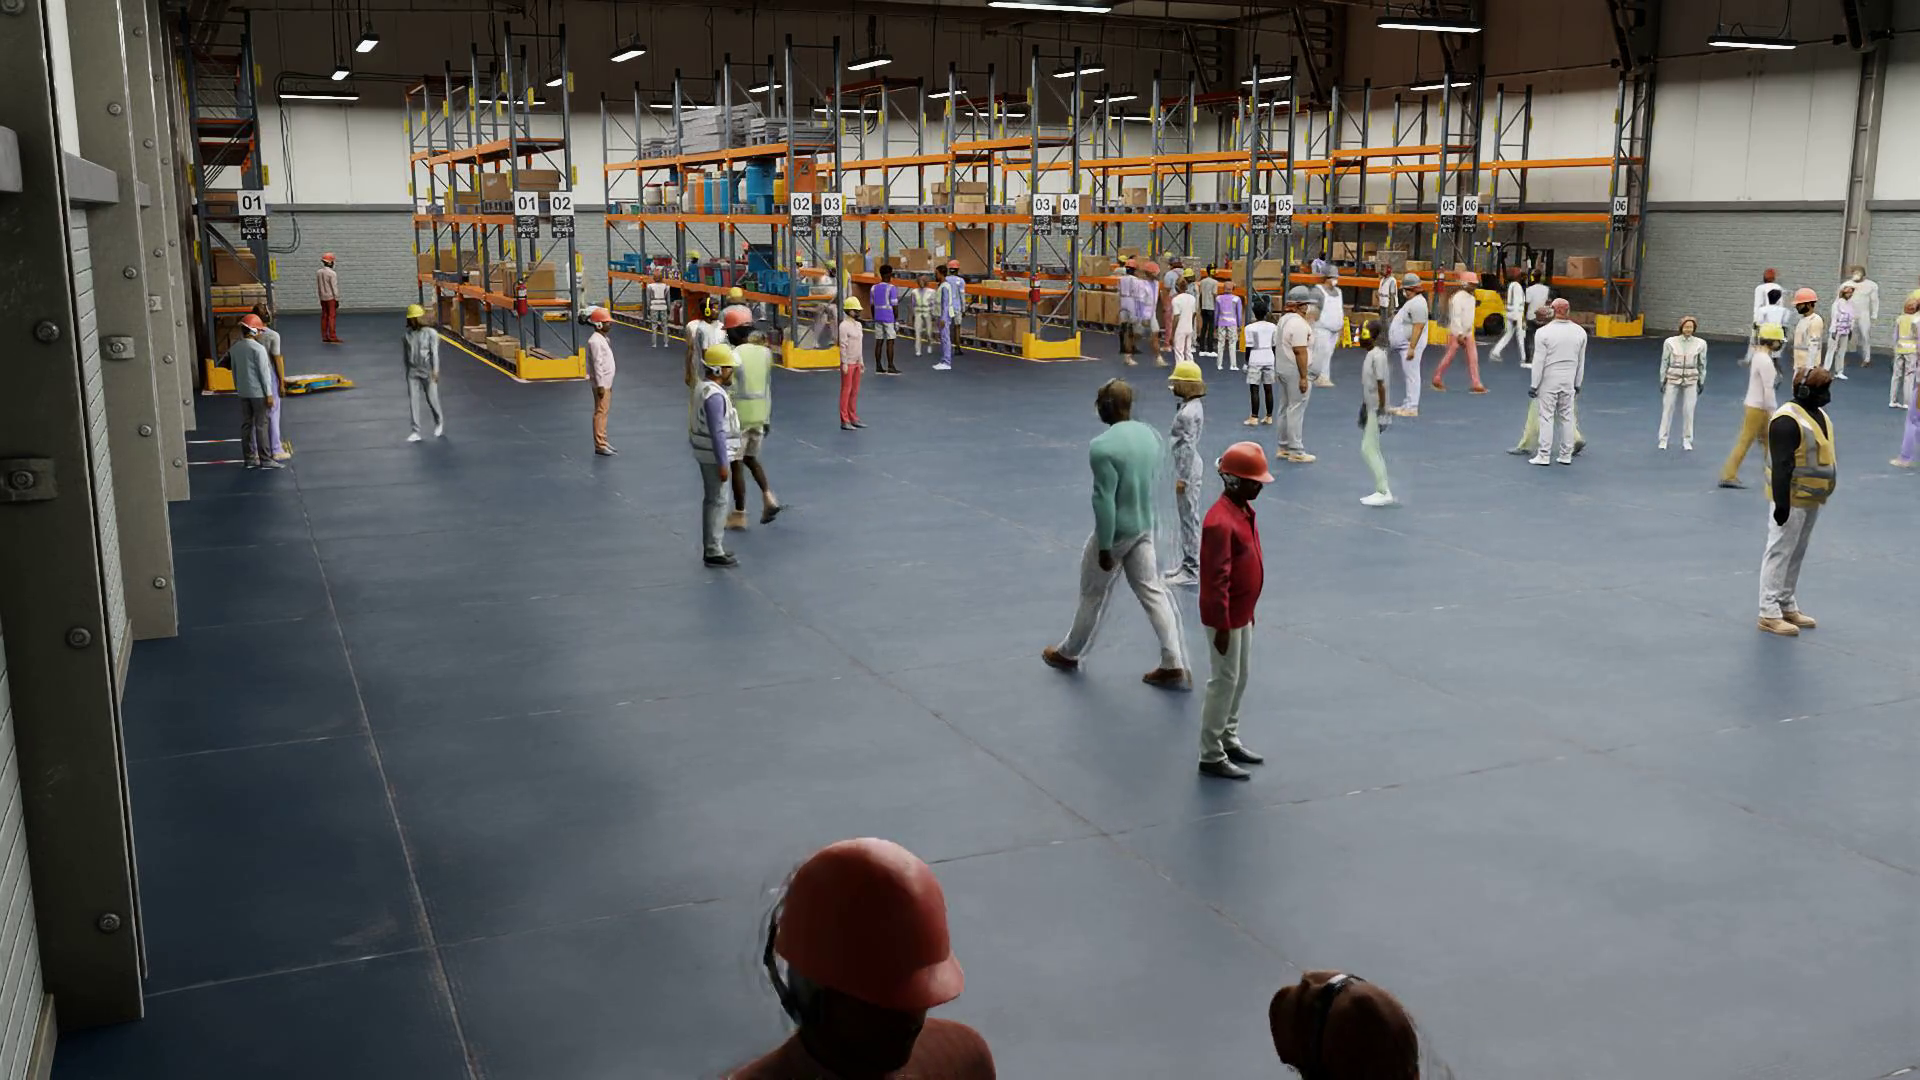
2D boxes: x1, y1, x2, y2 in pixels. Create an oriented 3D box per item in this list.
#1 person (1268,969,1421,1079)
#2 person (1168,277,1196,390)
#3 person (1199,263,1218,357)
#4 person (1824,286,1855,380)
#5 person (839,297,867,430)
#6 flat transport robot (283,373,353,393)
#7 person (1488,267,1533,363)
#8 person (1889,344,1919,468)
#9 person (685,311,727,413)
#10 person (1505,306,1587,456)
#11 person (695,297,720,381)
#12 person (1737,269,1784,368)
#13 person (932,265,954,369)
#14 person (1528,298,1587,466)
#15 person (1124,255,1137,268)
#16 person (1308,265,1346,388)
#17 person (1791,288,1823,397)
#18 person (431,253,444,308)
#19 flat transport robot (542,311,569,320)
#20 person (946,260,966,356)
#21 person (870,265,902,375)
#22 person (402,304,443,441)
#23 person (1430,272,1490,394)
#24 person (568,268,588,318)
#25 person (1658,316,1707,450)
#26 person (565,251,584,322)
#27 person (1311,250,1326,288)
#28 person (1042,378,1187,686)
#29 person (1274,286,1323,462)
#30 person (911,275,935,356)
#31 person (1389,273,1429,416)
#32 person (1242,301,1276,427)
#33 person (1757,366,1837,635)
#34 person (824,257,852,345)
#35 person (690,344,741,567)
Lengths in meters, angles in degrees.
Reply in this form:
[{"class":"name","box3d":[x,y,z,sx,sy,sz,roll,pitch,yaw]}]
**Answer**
[{"class":"person","box3d":[0.696,1.519,2.860,0.596,1.619,0.385,-6,12,-27]},{"class":"person","box3d":[3.610,-3.350,27.071,0.507,1.840,0.344,-9,14,-39]},{"class":"person","box3d":[5.022,-4.622,33.475,0.327,1.865,0.514,-7,13,-30]},{"class":"person","box3d":[15.276,-3.591,28.845,0.506,1.632,0.317,-5,12,-22]},{"class":"person","box3d":[-1.432,-2.355,22.200,0.312,1.768,0.530,5,12,24]},{"class":"flat transport robot","box3d":[-10.604,-2.547,26.984,0.652,0.197,1.431,4,12,19]},{"class":"person","box3d":[10.661,-4.319,31.970,0.868,1.854,0.592,1,11,6]},{"class":"person","box3d":[10.884,-1.654,18.525,0.516,1.819,0.876,-4,12,-19]},{"class":"person","box3d":[-3.179,-2.101,20.779,0.643,1.831,0.459,-8,14,-36]},{"class":"person","box3d":[7.002,-1.872,19.691,0.866,1.799,0.663,4,12,20]},{"class":"person","box3d":[-3.069,-2.027,20.311,0.328,1.862,0.500,-1,11,-7]},{"class":"person","box3d":[14.808,-4.074,30.711,0.613,1.847,0.910,-2,11,-9]},{"class":"person","box3d":[-0.302,-4.112,30.741,0.392,1.920,0.589,-1,11,-6]},{"class":"person","box3d":[6.804,-1.801,19.029,0.651,1.906,0.401,-2,11,-12]},{"class":"person","box3d":[4.956,-7.326,47.705,0.544,1.662,0.744,3,11,13]},{"class":"person","box3d":[6.127,-3.522,27.432,0.706,2.000,0.719,-8,14,-35]},{"class":"person","box3d":[10.751,-2.240,21.222,0.390,1.925,0.549,2,11,8]},{"class":"person","box3d":[-14.850,-7.290,47.285,0.533,1.765,0.322,7,13,30]},{"class":"flat transport robot","box3d":[-10.905,-6.058,44.830,0.652,0.197,1.431,-2,11,-11]},{"class":"person","box3d":[-0.125,-4.708,33.749,0.546,1.928,0.384,5,12,24]},{"class":"person","box3d":[-1.323,-3.921,29.647,0.603,1.966,0.368,8,14,36]},{"class":"person","box3d":[-6.856,-2.143,21.220,0.515,1.728,0.623,1,11,6]},{"class":"person","box3d":[8.023,-3.322,26.653,0.621,1.956,1.004,-8,14,-37]},{"class":"person","box3d":[-10.545,-6.966,45.812,0.706,1.703,0.568,-9,14,-39]},{"class":"person","box3d":[8.806,-1.907,20.275,0.519,1.633,0.314,4,12,19]},{"class":"person","box3d":[-10.168,-6.704,44.007,0.356,1.883,0.572,6,13,27]},{"class":"person","box3d":[10.205,-7.263,46.958,0.634,1.839,0.429,-6,13,-29]},{"class":"person","box3d":[0.991,-0.051,10.210,1.042,1.885,0.652,10,15,42]},{"class":"person","box3d":[3.955,-1.941,19.397,0.537,2.000,0.679,-2,11,-10]},{"class":"person","box3d":[-0.746,-4.554,33.730,0.523,1.619,0.595,2,11,9]},{"class":"person","box3d":[6.376,-2.784,23.681,0.535,2.000,0.674,2,11,12]},{"class":"person","box3d":[4.057,-2.383,22.508,0.536,1.699,0.322,-5,12,-25]},{"class":"person","box3d":[5.780,-0.278,11.453,0.629,1.842,0.429,-10,15,-41]},{"class":"person","box3d":[-2.696,-5.228,36.442,0.648,1.907,0.401,-3,12,-17]},{"class":"person","box3d":[-1.991,-0.691,13.615,0.403,1.822,0.594,-3,12,-17]}]
